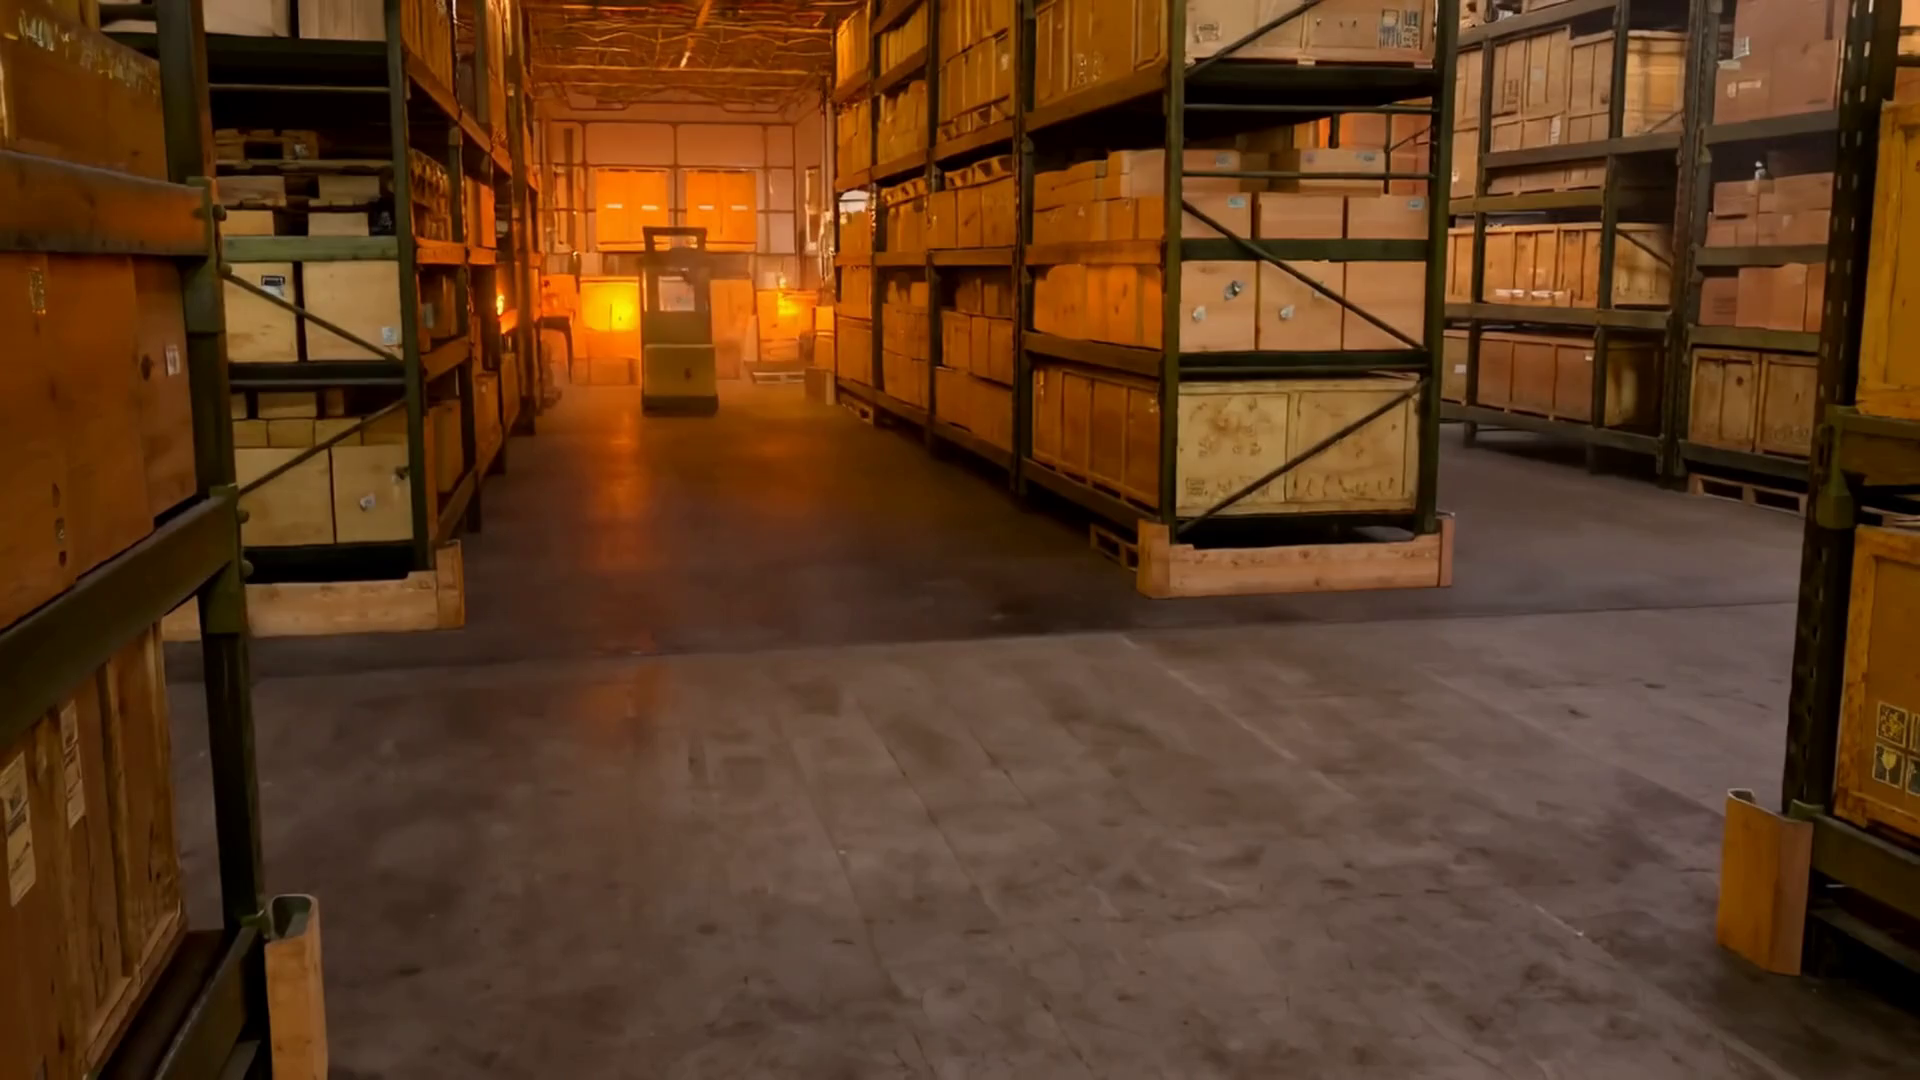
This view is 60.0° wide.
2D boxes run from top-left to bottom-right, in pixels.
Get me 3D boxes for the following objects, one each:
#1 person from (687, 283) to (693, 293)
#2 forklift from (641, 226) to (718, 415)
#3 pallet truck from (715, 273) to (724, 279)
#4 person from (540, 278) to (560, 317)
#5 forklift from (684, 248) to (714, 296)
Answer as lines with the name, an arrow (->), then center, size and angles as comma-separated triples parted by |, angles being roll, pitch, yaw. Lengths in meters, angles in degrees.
person -> -5.928, -4.539, 35.545 | 0.941, 1.891, 0.592 | -1, 9, -5
forklift -> -4.293, -3.346, 25.216 | 1.129, 2.768, 1.873 | -2, 10, -12
pallet truck -> -8.580, -8.986, 62.280 | 1.885, 1.965, 0.823 | 1, 9, 5
person -> -10.352, -5.585, 41.732 | 0.630, 1.940, 0.372 | -2, 10, -12
forklift -> -8.410, -8.037, 53.813 | 1.129, 2.768, 1.873 | -7, 12, -38
